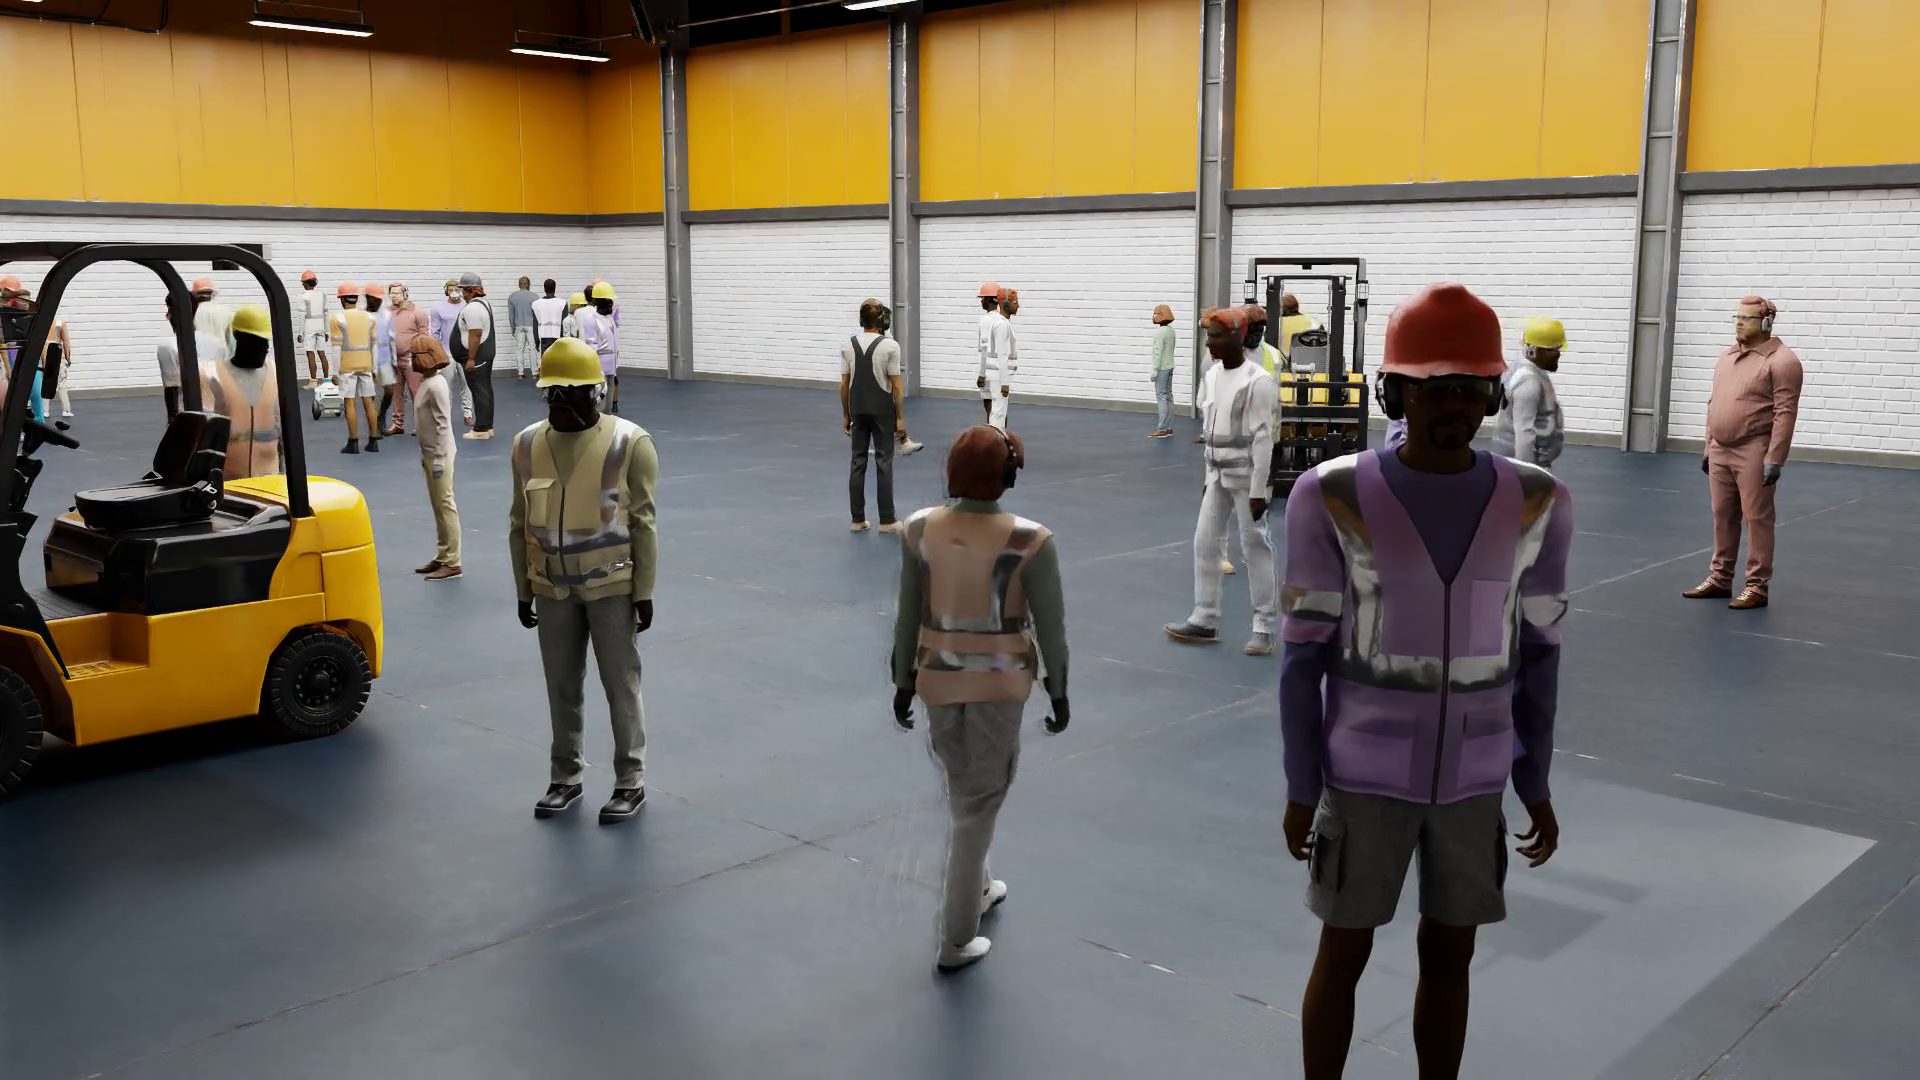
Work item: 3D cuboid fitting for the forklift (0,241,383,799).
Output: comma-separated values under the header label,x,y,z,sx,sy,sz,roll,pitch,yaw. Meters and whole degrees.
label,x,y,z,sx,sy,sz,roll,pitch,yaw
forklift,-3.706,-0.171,7.093,1.214,2.155,2.313,9,13,43

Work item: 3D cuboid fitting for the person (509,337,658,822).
label,x,y,z,sx,sy,sz,roll,pitch,yaw
person,-1.415,0.155,6.244,0.587,1.824,0.404,2,9,10

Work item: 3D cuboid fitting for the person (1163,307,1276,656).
label,x,y,z,sx,sy,sz,roll,pitch,yaw
person,1.472,-0.314,8.999,0.496,1.869,0.638,-4,10,-23

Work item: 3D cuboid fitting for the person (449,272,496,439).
label,x,y,z,sx,sy,sz,roll,pitch,yaw
person,-5.949,-2.248,20.296,0.536,2.000,0.682,0,9,-2

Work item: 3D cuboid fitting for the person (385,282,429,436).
label,x,y,z,sx,sy,sz,roll,pitch,yaw
person,-6.935,-2.247,20.700,0.651,1.906,0.403,2,9,12

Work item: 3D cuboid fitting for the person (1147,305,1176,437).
label,x,y,z,sx,sy,sz,roll,pitch,yaw
person,2.499,-2.084,20.537,0.278,1.633,0.507,5,11,29

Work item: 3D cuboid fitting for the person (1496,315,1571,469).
label,x,y,z,sx,sy,sz,roll,pitch,yaw
person,3.449,-0.496,10.334,0.602,1.792,0.626,3,10,17

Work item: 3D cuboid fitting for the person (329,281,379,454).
label,x,y,z,sx,sy,sz,roll,pitch,yaw
person,-6.819,-1.934,18.694,0.378,1.932,0.551,8,12,42

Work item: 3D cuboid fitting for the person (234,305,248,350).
label,x,y,z,sx,sy,sz,roll,pitch,yaw
person,-9.449,-2.321,22.080,0.818,1.593,0.551,5,11,29

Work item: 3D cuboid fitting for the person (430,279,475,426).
label,x,y,z,sx,sy,sz,roll,pitch,yaw
person,-6.636,-2.461,21.914,0.627,1.940,0.372,-4,10,-24

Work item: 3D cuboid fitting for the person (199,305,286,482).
label,x,y,z,sx,sy,sz,roll,pitch,yaw
person,-4.041,-0.390,9.435,0.624,1.856,1.027,-7,12,-37

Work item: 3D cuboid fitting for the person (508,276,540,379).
label,x,y,z,sx,sy,sz,roll,pitch,yaw
person,-8.153,-3.978,31.234,0.627,1.934,0.370,1,9,7

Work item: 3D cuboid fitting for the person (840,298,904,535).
label,x,y,z,sx,sy,sz,roll,pitch,yaw
person,-0.678,-0.960,12.993,0.514,1.844,0.333,3,10,20

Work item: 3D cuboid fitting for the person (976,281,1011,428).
label,x,y,z,sx,sy,sz,roll,pitch,yaw
person,0.339,-1.889,18.411,0.356,1.937,0.552,5,10,27

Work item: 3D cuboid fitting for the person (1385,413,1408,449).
label,x,y,z,sx,sy,sz,roll,pitch,yaw
person,2.377,-0.263,8.537,0.401,1.906,0.651,8,12,41

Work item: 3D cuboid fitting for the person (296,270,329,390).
label,x,y,z,sx,sy,sz,roll,pitch,yaw
person,-11.088,-3.580,28.455,0.387,2.041,0.615,5,11,30

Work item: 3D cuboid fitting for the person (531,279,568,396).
label,x,y,z,sx,sy,sz,roll,pitch,yaw
person,-6.515,-3.196,26.516,0.587,1.911,0.397,1,9,4

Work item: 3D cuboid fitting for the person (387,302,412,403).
label,x,y,z,sx,sy,sz,roll,pitch,yaw
person,-8.655,-3.040,25.717,0.484,1.850,0.537,0,9,1

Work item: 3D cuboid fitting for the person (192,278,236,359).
label,x,y,z,sx,sy,sz,roll,pitch,yaw
person,-9.051,-2.153,19.966,0.956,1.950,0.665,9,13,44

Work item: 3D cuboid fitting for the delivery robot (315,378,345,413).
label,x,y,z,sx,sy,sz,roll,pitch,yaw
delivery robot,-8.734,-2.000,23.032,0.477,0.478,0.707,-4,10,-25

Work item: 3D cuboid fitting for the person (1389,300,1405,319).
label,x,y,z,sx,sy,sz,roll,pitch,yaw
person,2.659,-0.419,9.518,0.704,1.895,0.639,2,9,10

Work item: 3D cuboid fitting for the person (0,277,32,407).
label,x,y,z,sx,sy,sz,roll,pitch,yaw
person,-13.079,-2.628,22.904,0.731,1.970,0.454,-2,9,-12

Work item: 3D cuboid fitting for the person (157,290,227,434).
label,x,y,z,sx,sy,sz,roll,pitch,yaw
person,-5.790,-0.947,12.658,0.981,1.929,0.608,4,10,26

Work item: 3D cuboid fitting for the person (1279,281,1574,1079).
label,x,y,z,sx,sy,sz,roll,pitch,yaw
person,0.978,0.487,3.514,0.609,2.044,0.394,0,9,-2

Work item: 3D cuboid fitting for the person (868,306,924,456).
label,x,y,z,sx,sy,sz,roll,pitch,yaw
person,-0.812,-1.735,18.298,0.848,1.649,0.553,6,11,32

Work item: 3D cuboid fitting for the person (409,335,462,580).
label,x,y,z,sx,sy,sz,roll,pitch,yaw
person,-3.519,-0.550,11.129,0.286,1.633,0.500,-4,10,-25

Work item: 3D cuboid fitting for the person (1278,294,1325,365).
label,x,y,z,sx,sy,sz,roll,pitch,yaw
person,3.523,-1.676,17.509,0.678,1.810,0.460,1,9,5

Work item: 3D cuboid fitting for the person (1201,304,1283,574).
label,x,y,z,sx,sy,sz,roll,pitch,yaw
person,1.950,-0.690,11.372,0.621,1.838,0.429,-4,10,-25

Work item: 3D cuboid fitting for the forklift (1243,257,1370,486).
label,x,y,z,sx,sy,sz,roll,pitch,yaw
forklift,3.309,-1.629,16.029,1.214,2.155,2.313,2,9,11

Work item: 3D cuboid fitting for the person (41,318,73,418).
label,x,y,z,sx,sy,sz,roll,pitch,yaw
person,-12.649,-2.511,23.136,0.515,1.641,0.309,-3,10,-18

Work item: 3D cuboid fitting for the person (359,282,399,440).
label,x,y,z,sx,sy,sz,roll,pitch,yaw
person,-7.091,-2.162,20.162,0.591,1.910,0.409,-7,12,-38

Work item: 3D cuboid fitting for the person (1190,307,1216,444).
label,x,y,z,sx,sy,sz,roll,pitch,yaw
person,2.973,-1.922,19.557,0.457,1.619,0.523,3,10,15

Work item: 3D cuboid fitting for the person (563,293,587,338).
label,x,y,z,sx,sy,sz,roll,pitch,yaw
person,-5.194,-2.501,22.755,0.296,1.743,0.493,6,11,34

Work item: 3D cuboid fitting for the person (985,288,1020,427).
label,x,y,z,sx,sy,sz,roll,pitch,yaw
person,0.442,-1.684,17.360,0.355,1.876,0.572,0,9,-1

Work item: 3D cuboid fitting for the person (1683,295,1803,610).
label,x,y,z,sx,sy,sz,roll,pitch,yaw
person,4.800,-0.538,10.208,0.409,1.913,0.642,-3,10,-18

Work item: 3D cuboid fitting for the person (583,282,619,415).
label,x,y,z,sx,sy,sz,roll,pitch,yaw
person,-3.891,-1.852,18.212,0.374,1.925,0.595,2,9,10

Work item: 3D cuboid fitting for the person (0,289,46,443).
label,x,y,z,sx,sy,sz,roll,pitch,yaw
person,-11.223,-2.086,19.942,0.395,1.835,0.575,5,10,27

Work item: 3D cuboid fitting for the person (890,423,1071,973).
label,x,y,z,sx,sy,sz,roll,pitch,yaw
person,0.097,0.450,5.059,0.538,1.605,0.736,5,10,27

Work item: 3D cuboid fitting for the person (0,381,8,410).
label,x,y,z,sx,sy,sz,roll,pitch,yaw
person,-5.655,-0.351,9.526,0.326,1.761,0.523,8,12,41

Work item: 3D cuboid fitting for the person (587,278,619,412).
label,x,y,z,sx,sy,sz,roll,pitch,yaw
person,-5.158,-2.785,23.898,0.543,1.940,0.361,-8,12,-39

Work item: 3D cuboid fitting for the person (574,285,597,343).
label,x,y,z,sx,sy,sz,roll,pitch,yaw
person,-4.845,-2.422,21.909,0.538,1.867,0.330,4,10,22
